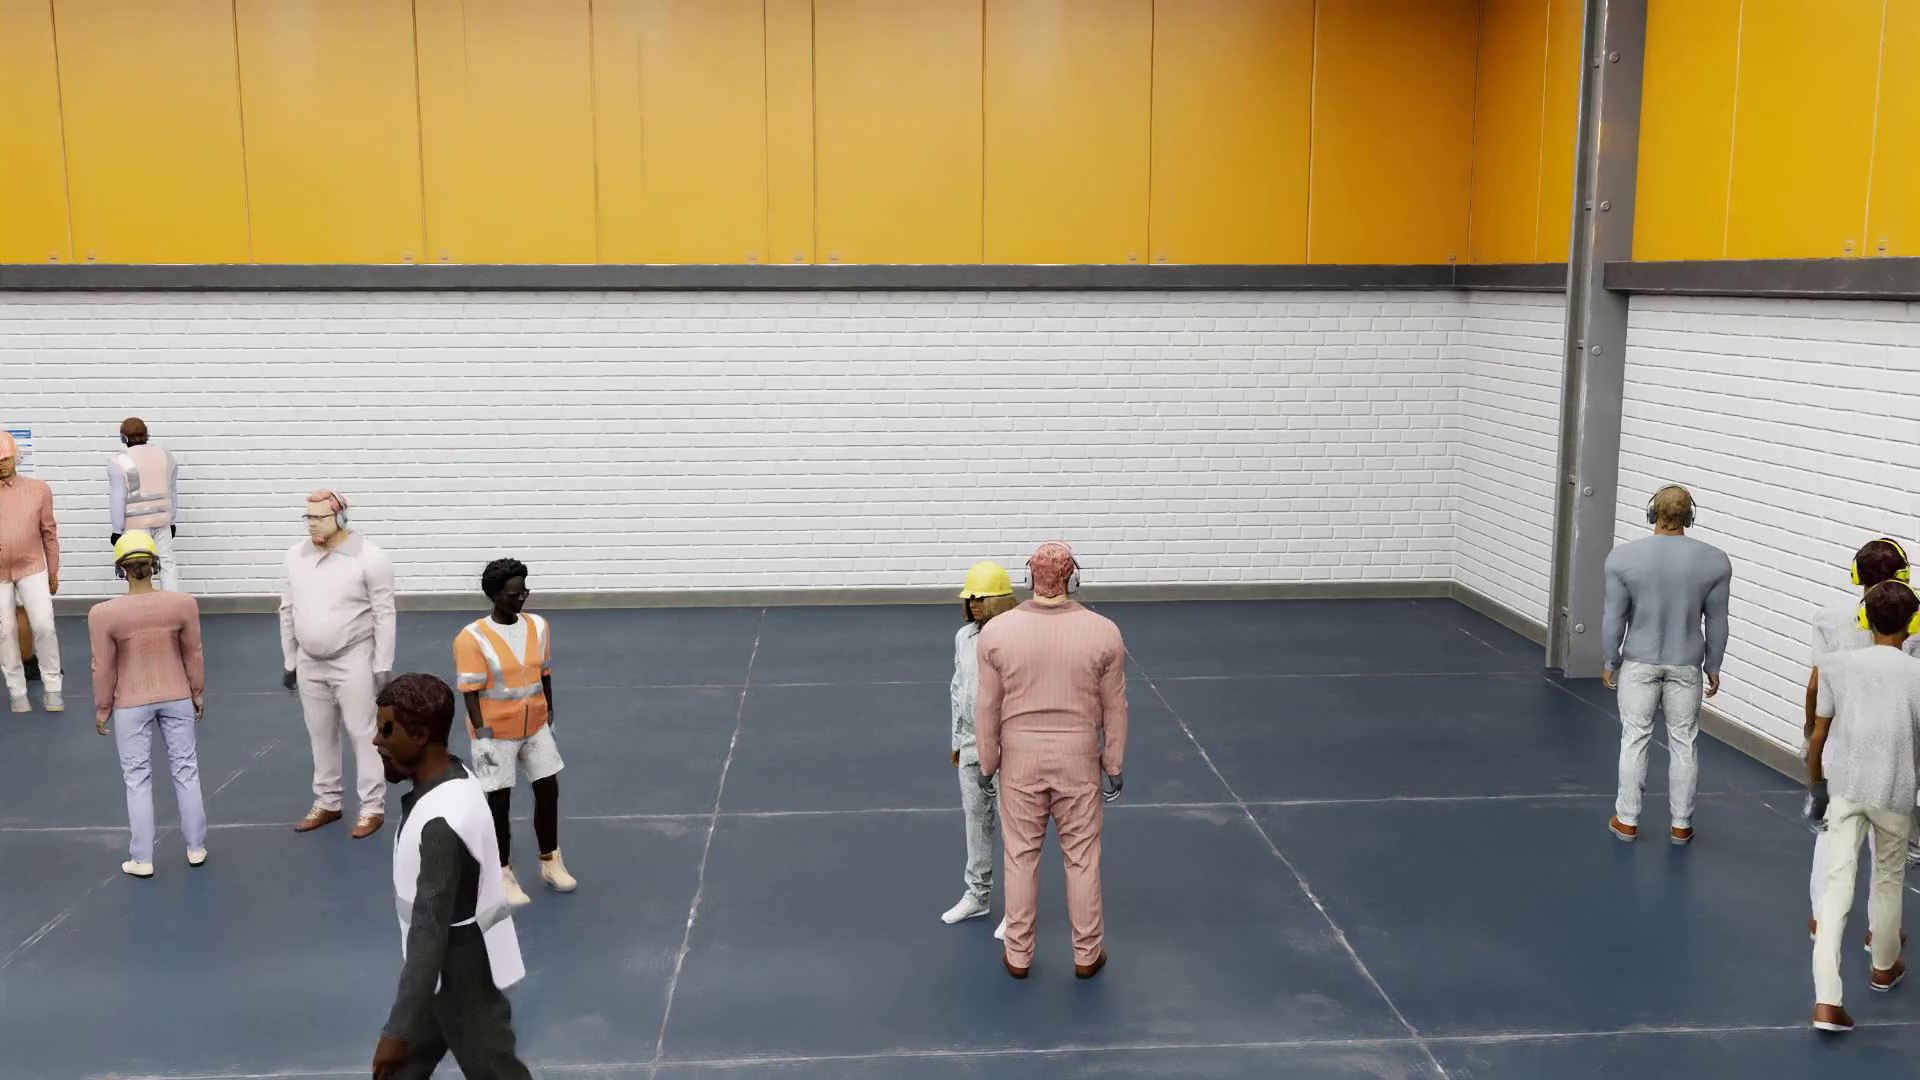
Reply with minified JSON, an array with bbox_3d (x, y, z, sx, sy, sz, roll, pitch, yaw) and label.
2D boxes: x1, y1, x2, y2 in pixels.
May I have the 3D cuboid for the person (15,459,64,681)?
[{"bbox_3d":[-7.157,0.166,12.149,0.560,1.894,0.930,7,12,39],"label":"person"}]

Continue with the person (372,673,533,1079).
[{"bbox_3d":[-1.569,1.319,4.983,0.995,1.866,0.612,-4,10,-23],"label":"person"}]

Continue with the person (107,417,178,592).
[{"bbox_3d":[-6.954,-0.127,14.157,0.430,1.838,0.624,5,10,28],"label":"person"}]

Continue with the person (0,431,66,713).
[{"bbox_3d":[-6.515,0.234,11.431,0.626,1.971,0.578,-7,11,-36],"label":"person"}]

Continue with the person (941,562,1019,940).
[{"bbox_3d":[0.141,0.957,7.637,0.489,1.743,0.322,8,12,42],"label":"person"}]

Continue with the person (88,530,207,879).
[{"bbox_3d":[-4.099,0.826,8.416,0.524,1.760,0.327,-7,12,-38],"label":"person"}]

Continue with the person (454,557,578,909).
[{"bbox_3d":[-2.158,0.924,8.015,0.378,1.697,0.553,8,12,41],"label":"person"}]

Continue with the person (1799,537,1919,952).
[{"bbox_3d":[4.083,0.920,7.503,0.532,1.862,0.310,7,11,38],"label":"person"}]

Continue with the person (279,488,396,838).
[{"bbox_3d":[-3.385,0.661,9.001,0.651,1.905,0.403,2,9,12],"label":"person"}]

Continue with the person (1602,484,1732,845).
[{"bbox_3d":[3.741,0.664,8.871,0.630,1.940,0.372,2,9,15],"label":"person"}]

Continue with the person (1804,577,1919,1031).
[{"bbox_3d":[3.717,1.065,6.795,0.531,1.807,1.021,7,12,39],"label":"person"}]

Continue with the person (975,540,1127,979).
[{"bbox_3d":[0.393,0.948,7.189,0.652,1.906,0.402,1,9,3],"label":"person"}]
